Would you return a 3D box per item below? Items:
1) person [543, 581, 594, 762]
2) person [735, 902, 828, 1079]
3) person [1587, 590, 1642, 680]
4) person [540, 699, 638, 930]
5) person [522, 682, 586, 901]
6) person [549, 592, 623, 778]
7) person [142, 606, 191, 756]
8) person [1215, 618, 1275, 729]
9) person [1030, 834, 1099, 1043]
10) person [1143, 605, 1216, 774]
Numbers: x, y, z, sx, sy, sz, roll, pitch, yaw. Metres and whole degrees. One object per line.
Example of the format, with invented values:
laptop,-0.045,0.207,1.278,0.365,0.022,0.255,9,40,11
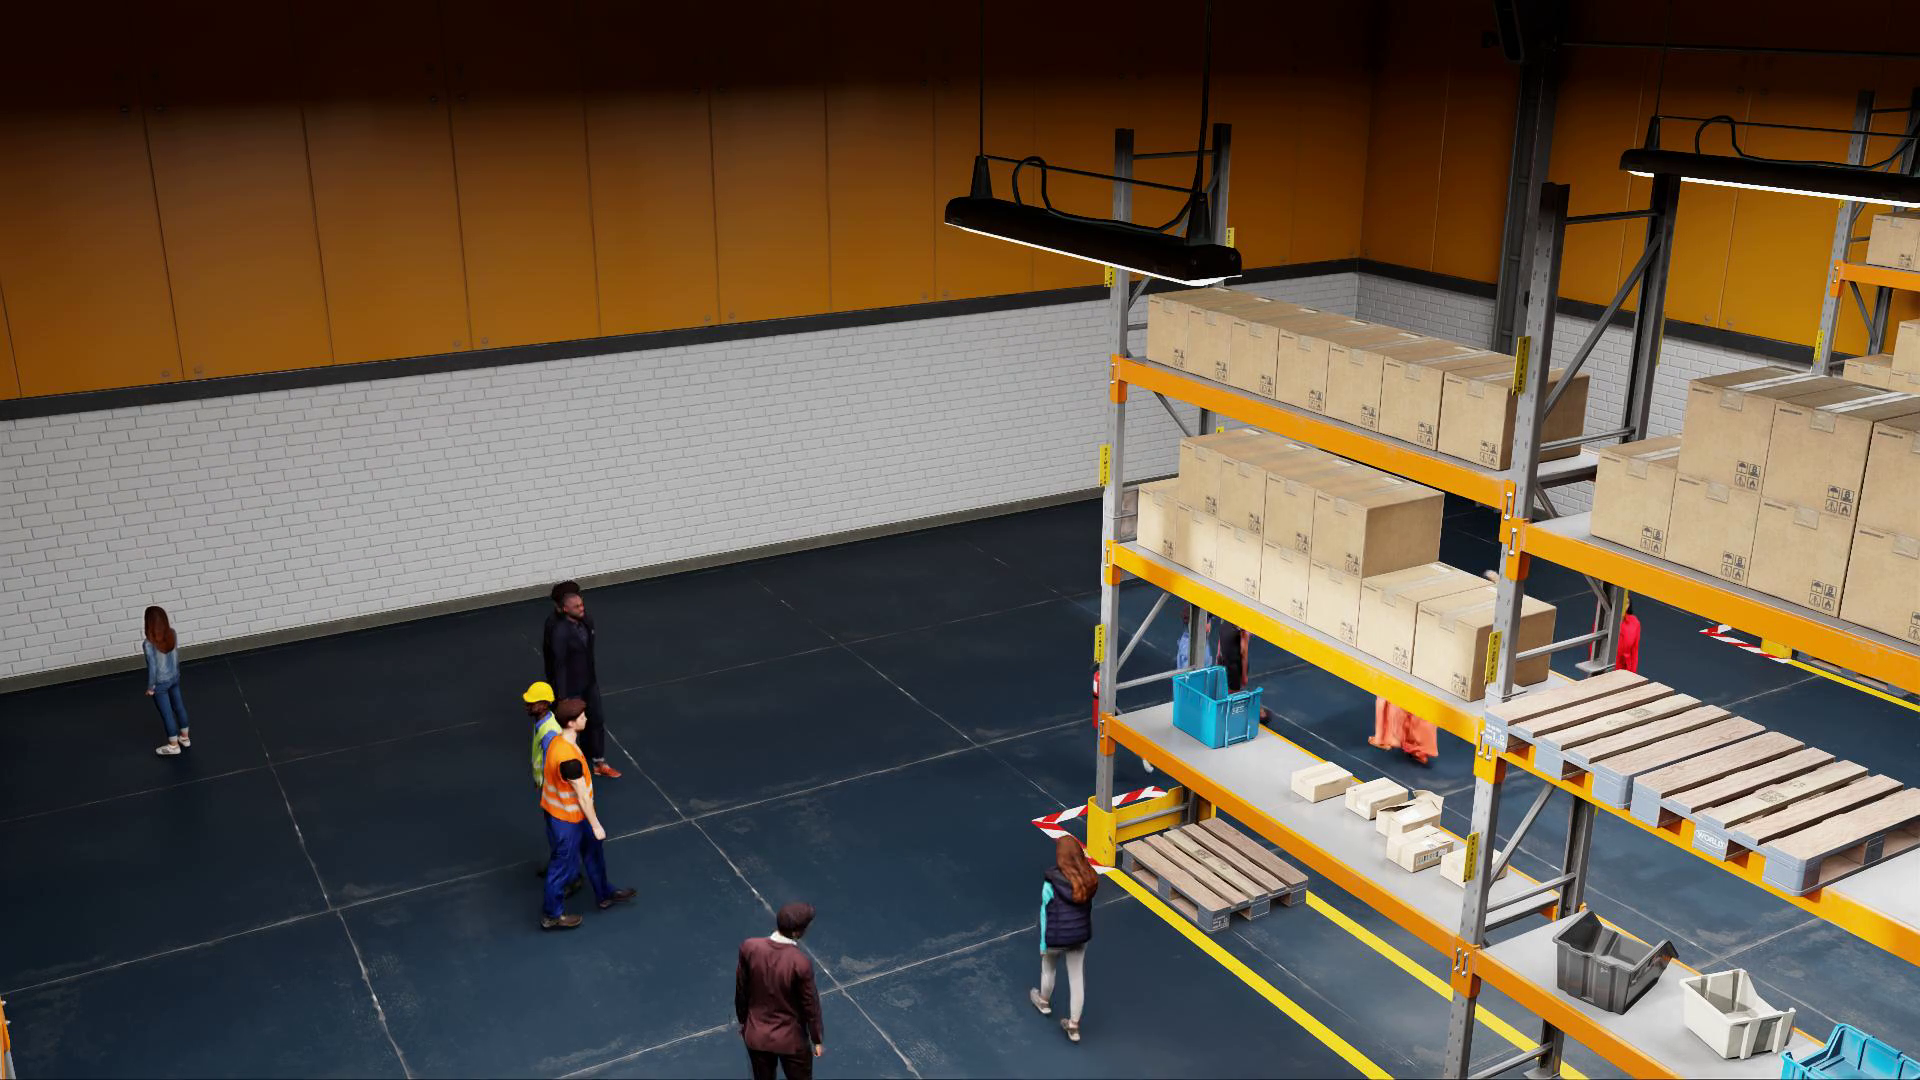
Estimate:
person,-3.728,1.192,15.769,0.675,1.741,1.129,-13,23,-35
person,-1.126,3.018,10.203,0.829,1.833,0.887,0,19,0
person,6.089,1.256,15.569,0.732,1.748,0.765,0,19,0
person,-3.090,2.141,12.773,0.893,1.855,1.006,-5,19,-15
person,-3.260,1.967,13.352,0.860,1.816,0.606,-6,19,-17
person,-3.580,1.333,15.269,1.236,1.794,1.099,9,20,24
person,-7.556,1.318,15.808,0.695,1.477,0.631,4,19,13
person,2.652,1.232,15.688,0.798,1.718,1.029,-6,20,-18
person,0.762,2.773,11.490,0.671,1.476,0.860,-7,20,-19
person,2.018,1.410,15.054,1.078,1.784,0.960,8,20,23
